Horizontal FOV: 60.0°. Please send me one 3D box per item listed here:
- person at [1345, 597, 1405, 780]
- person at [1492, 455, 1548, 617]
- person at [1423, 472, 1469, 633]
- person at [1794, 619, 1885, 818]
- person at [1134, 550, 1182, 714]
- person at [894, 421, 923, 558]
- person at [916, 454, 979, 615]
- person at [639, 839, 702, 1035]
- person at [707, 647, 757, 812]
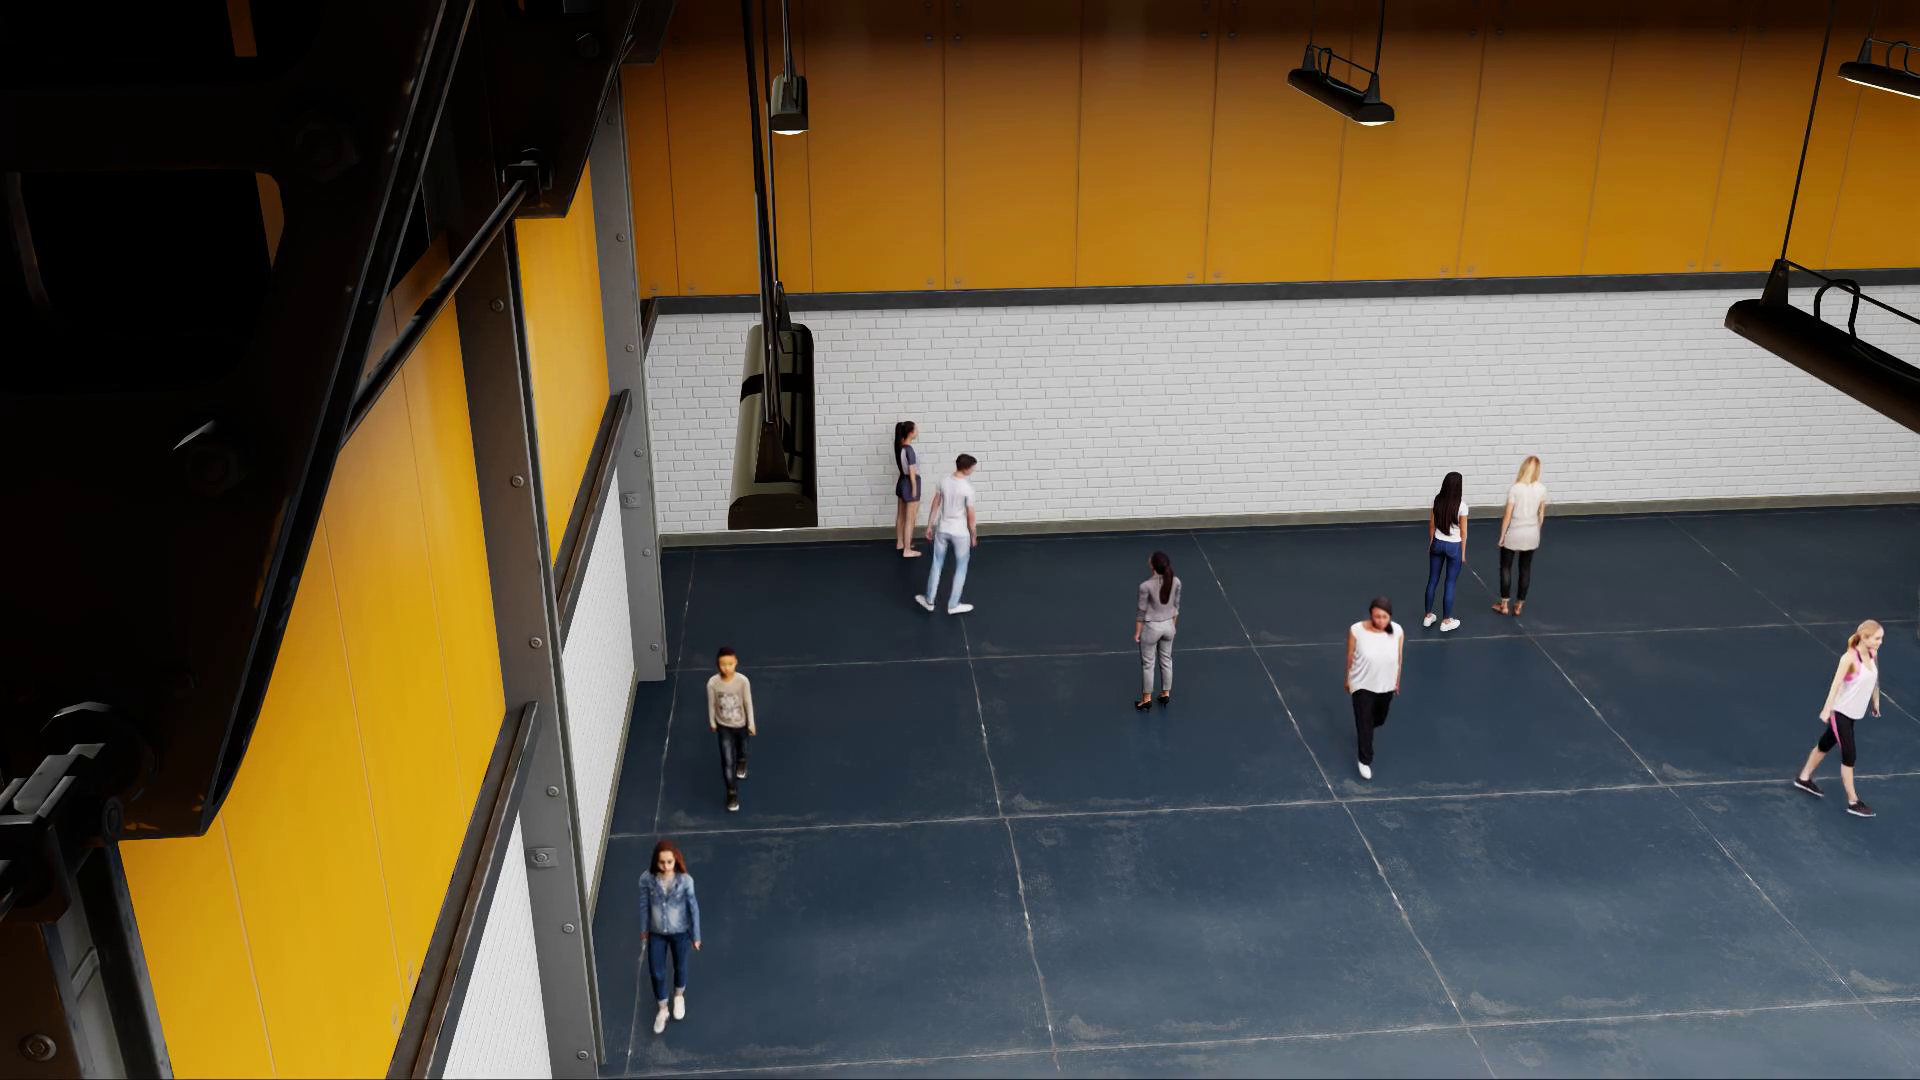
[{"bbox_3d":[3.749,1.268,15.071,0.690,1.664,1.010,0,24,0],"label":"person"},{"bbox_3d":[6.037,-0.024,17.833,0.632,1.820,0.506,0,24,-1],"label":"person"},{"bbox_3d":[5.140,0.111,17.580,0.651,1.775,0.726,22,32,40],"label":"person"},{"bbox_3d":[7.624,1.469,14.496,0.929,1.757,1.114,-14,27,-28],"label":"person"},{"bbox_3d":[1.889,0.871,15.963,0.694,1.678,0.700,-10,26,-22],"label":"person"},{"bbox_3d":[-0.619,-0.605,19.377,0.715,1.649,0.571,-11,26,-23],"label":"person"},{"bbox_3d":[-0.140,-0.062,17.914,0.928,1.825,0.903,8,25,18],"label":"person"},{"bbox_3d":[-2.072,2.751,11.918,0.603,1.473,0.642,-1,24,-2],"label":"person"},{"bbox_3d":[-1.995,1.582,14.632,0.595,1.441,0.993,-4,24,-9],"label":"person"}]
